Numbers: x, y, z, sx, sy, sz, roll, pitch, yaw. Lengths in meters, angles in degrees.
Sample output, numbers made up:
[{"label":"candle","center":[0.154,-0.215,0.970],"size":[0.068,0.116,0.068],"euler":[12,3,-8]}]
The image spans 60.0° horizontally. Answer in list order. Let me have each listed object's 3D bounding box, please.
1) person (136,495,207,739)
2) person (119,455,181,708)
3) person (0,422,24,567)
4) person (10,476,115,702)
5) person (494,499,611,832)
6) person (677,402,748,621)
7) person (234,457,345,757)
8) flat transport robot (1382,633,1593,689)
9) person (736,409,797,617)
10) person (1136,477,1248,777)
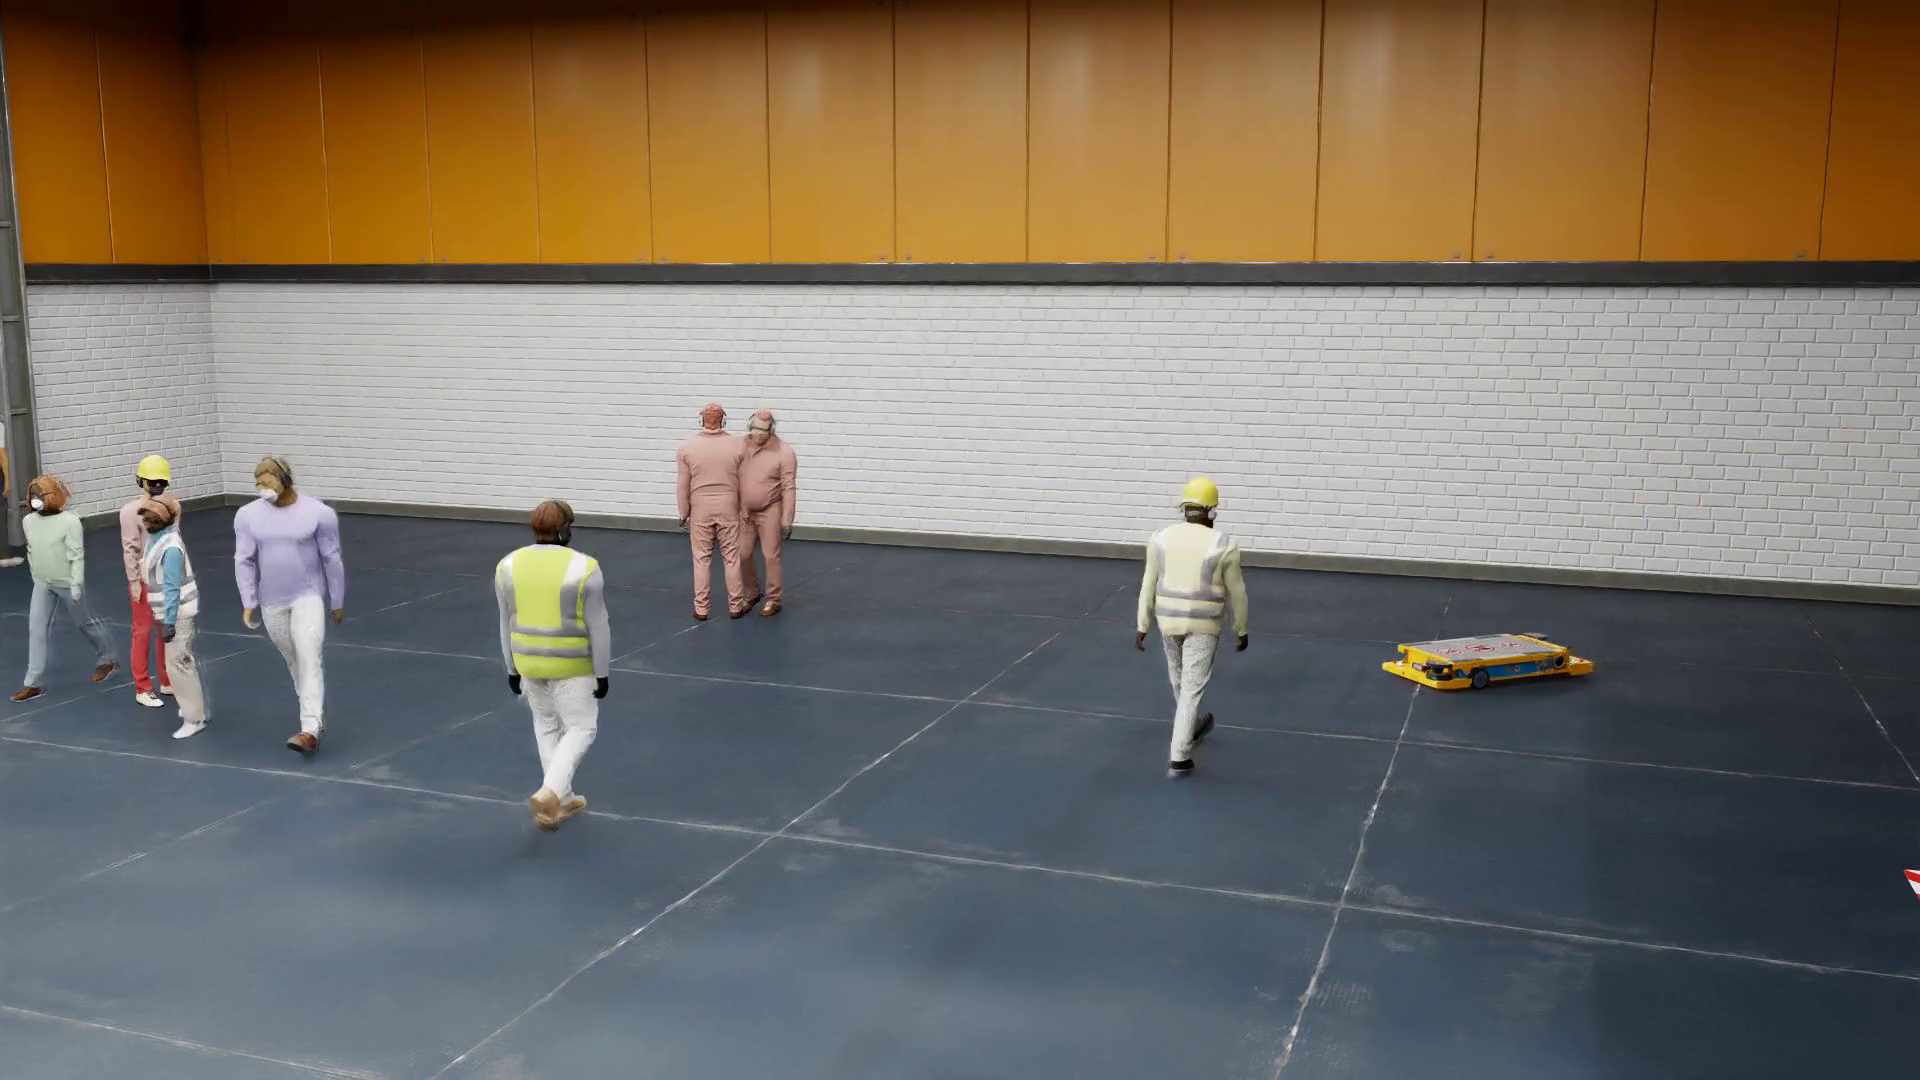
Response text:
[{"label":"person","center":[-5.154,0.485,10.896],"size":[0.385,1.605,0.657],"euler":[-6,11,-32]},{"label":"person","center":[-5.638,0.279,11.703],"size":[0.329,1.763,0.523],"euler":[3,10,18]},{"label":"person","center":[-9.987,-0.629,17.079],"size":[0.514,1.843,0.335],"euler":[1,9,6]},{"label":"person","center":[-6.508,0.315,12.027],"size":[0.510,1.583,0.901],"euler":[2,9,10]},{"label":"person","center":[-2.201,0.689,8.989],"size":[0.628,1.822,0.666],"euler":[2,9,14]},{"label":"person","center":[-2.140,-0.247,14.518],"size":[0.654,1.906,0.406],"euler":[-2,9,-11]},{"label":"person","center":[-4.270,0.407,10.576],"size":[0.628,1.871,1.031],"euler":[0,9,-3]},{"label":"flat transport robot","center":[3.960,0.896,12.482],"size":[1.431,0.197,0.652],"euler":[-4,10,-22]},{"label":"person","center":[-1.727,-0.228,14.556],"size":[0.677,1.858,0.565],"euler":[3,10,19]},{"label":"person","center":[1.456,0.503,10.252],"size":[0.636,1.776,0.942],"euler":[6,11,31]}]
